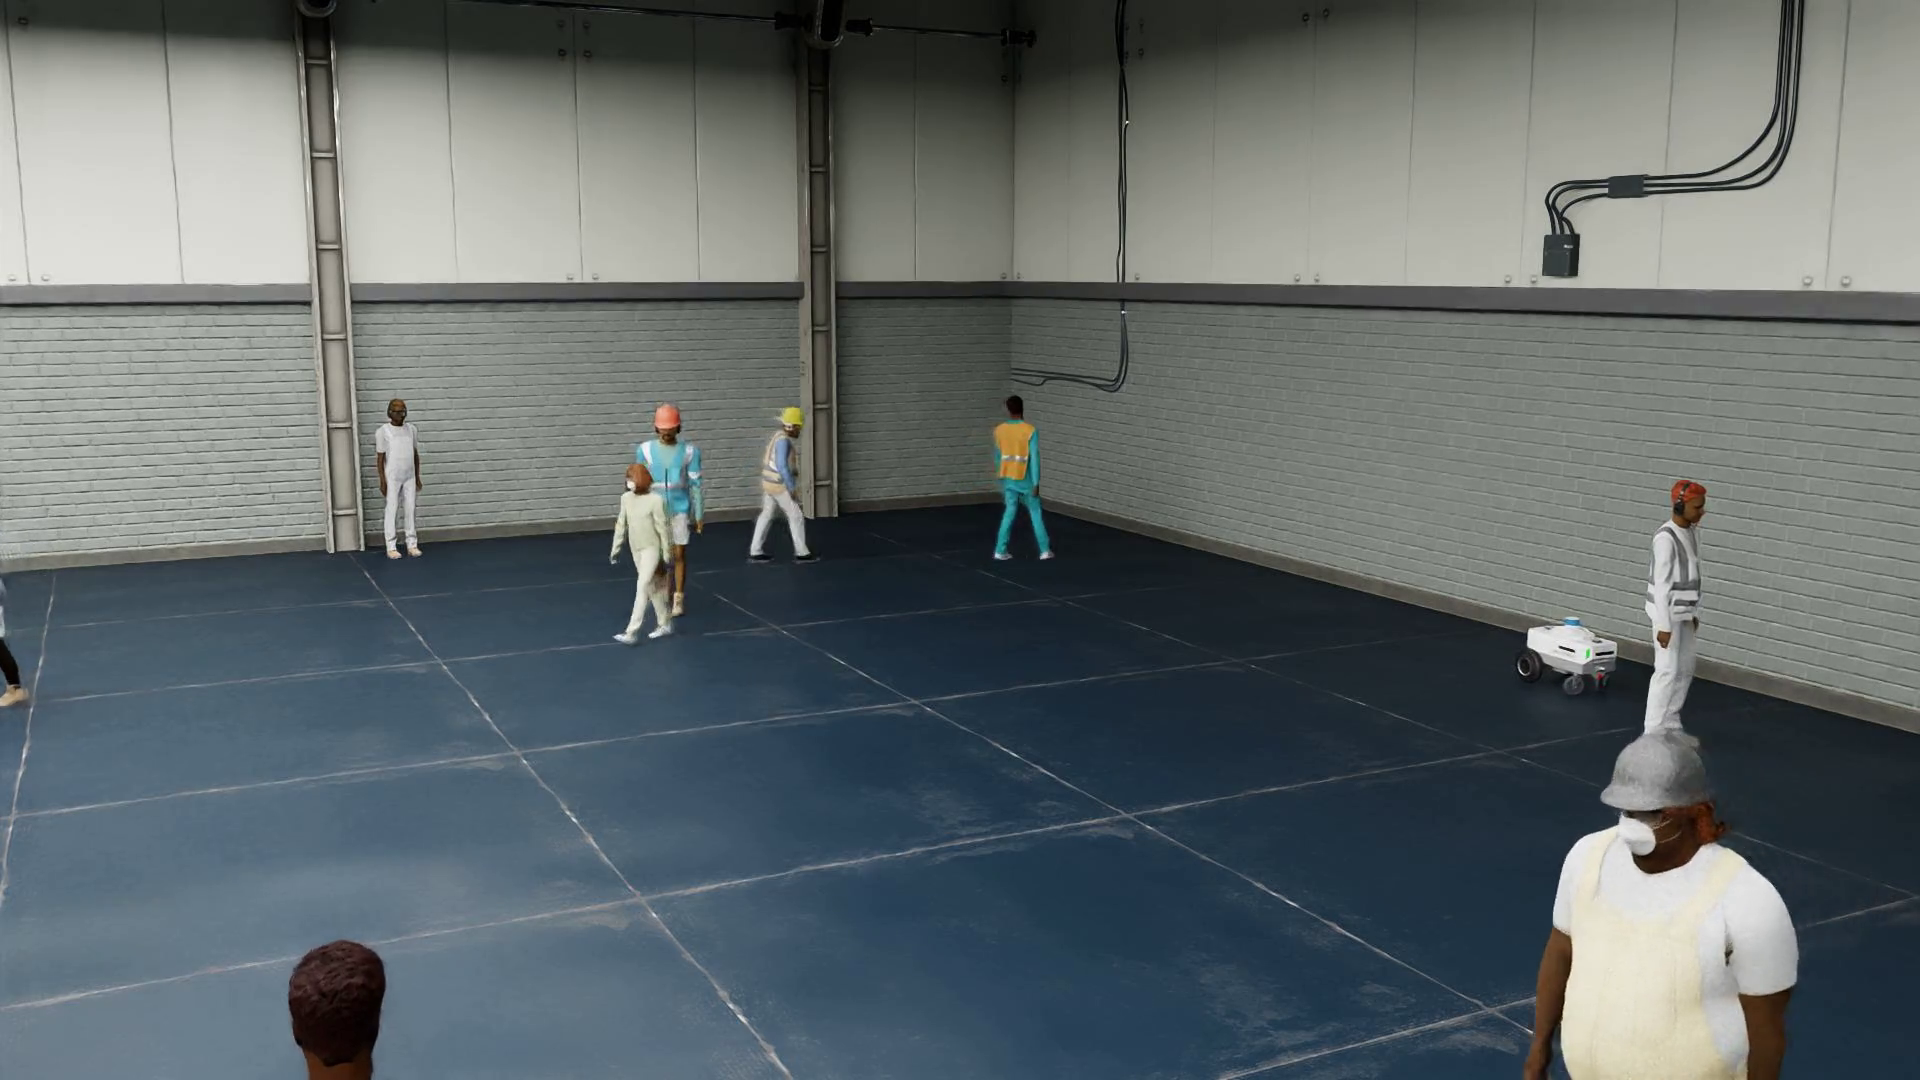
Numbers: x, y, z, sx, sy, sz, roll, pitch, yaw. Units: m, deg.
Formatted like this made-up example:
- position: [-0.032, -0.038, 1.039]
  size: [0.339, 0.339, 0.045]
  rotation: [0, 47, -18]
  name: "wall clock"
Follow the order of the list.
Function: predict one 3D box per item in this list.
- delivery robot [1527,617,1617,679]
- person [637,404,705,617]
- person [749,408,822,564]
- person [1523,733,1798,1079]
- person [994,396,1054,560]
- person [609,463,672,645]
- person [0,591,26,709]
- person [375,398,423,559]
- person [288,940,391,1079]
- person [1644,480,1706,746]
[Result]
- position: [4.812, 0.848, 13.081]
  size: [0.477, 0.478, 0.707]
  rotation: [-4, 10, -23]
  name: "delivery robot"
- position: [-2.742, -0.277, 15.775]
  size: [0.644, 2.023, 0.416]
  rotation: [-1, 9, -5]
  name: "person"
- position: [-1.937, -0.588, 18.534]
  size: [0.907, 1.754, 0.605]
  rotation: [-2, 9, -10]
  name: "person"
- position: [2.012, 1.486, 4.875]
  size: [1.033, 2.000, 0.699]
  rotation: [-5, 11, -30]
  name: "person"
- position: [0.681, -0.692, 18.874]
  size: [0.630, 1.868, 0.709]
  rotation: [7, 11, 36]
  name: "person"
- position: [-2.833, 0.122, 14.639]
  size: [0.513, 1.591, 0.835]
  rotation: [7, 11, 36]
  name: "person"
- position: [-7.348, 0.470, 12.261]
  size: [0.755, 1.658, 0.543]
  rotation: [-9, 13, -44]
  name: "person"
- position: [-6.395, -0.699, 18.979]
  size: [0.341, 1.839, 0.501]
  rotation: [8, 12, 41]
  name: "person"
- position: [-1.268, 1.781, 3.482]
  size: [0.591, 1.908, 0.390]
  rotation: [-3, 10, -19]
  name: "person"
- position: [4.879, 0.517, 11.354]
  size: [0.361, 1.874, 0.607]
  rotation: [8, 12, 40]
  name: "person"
